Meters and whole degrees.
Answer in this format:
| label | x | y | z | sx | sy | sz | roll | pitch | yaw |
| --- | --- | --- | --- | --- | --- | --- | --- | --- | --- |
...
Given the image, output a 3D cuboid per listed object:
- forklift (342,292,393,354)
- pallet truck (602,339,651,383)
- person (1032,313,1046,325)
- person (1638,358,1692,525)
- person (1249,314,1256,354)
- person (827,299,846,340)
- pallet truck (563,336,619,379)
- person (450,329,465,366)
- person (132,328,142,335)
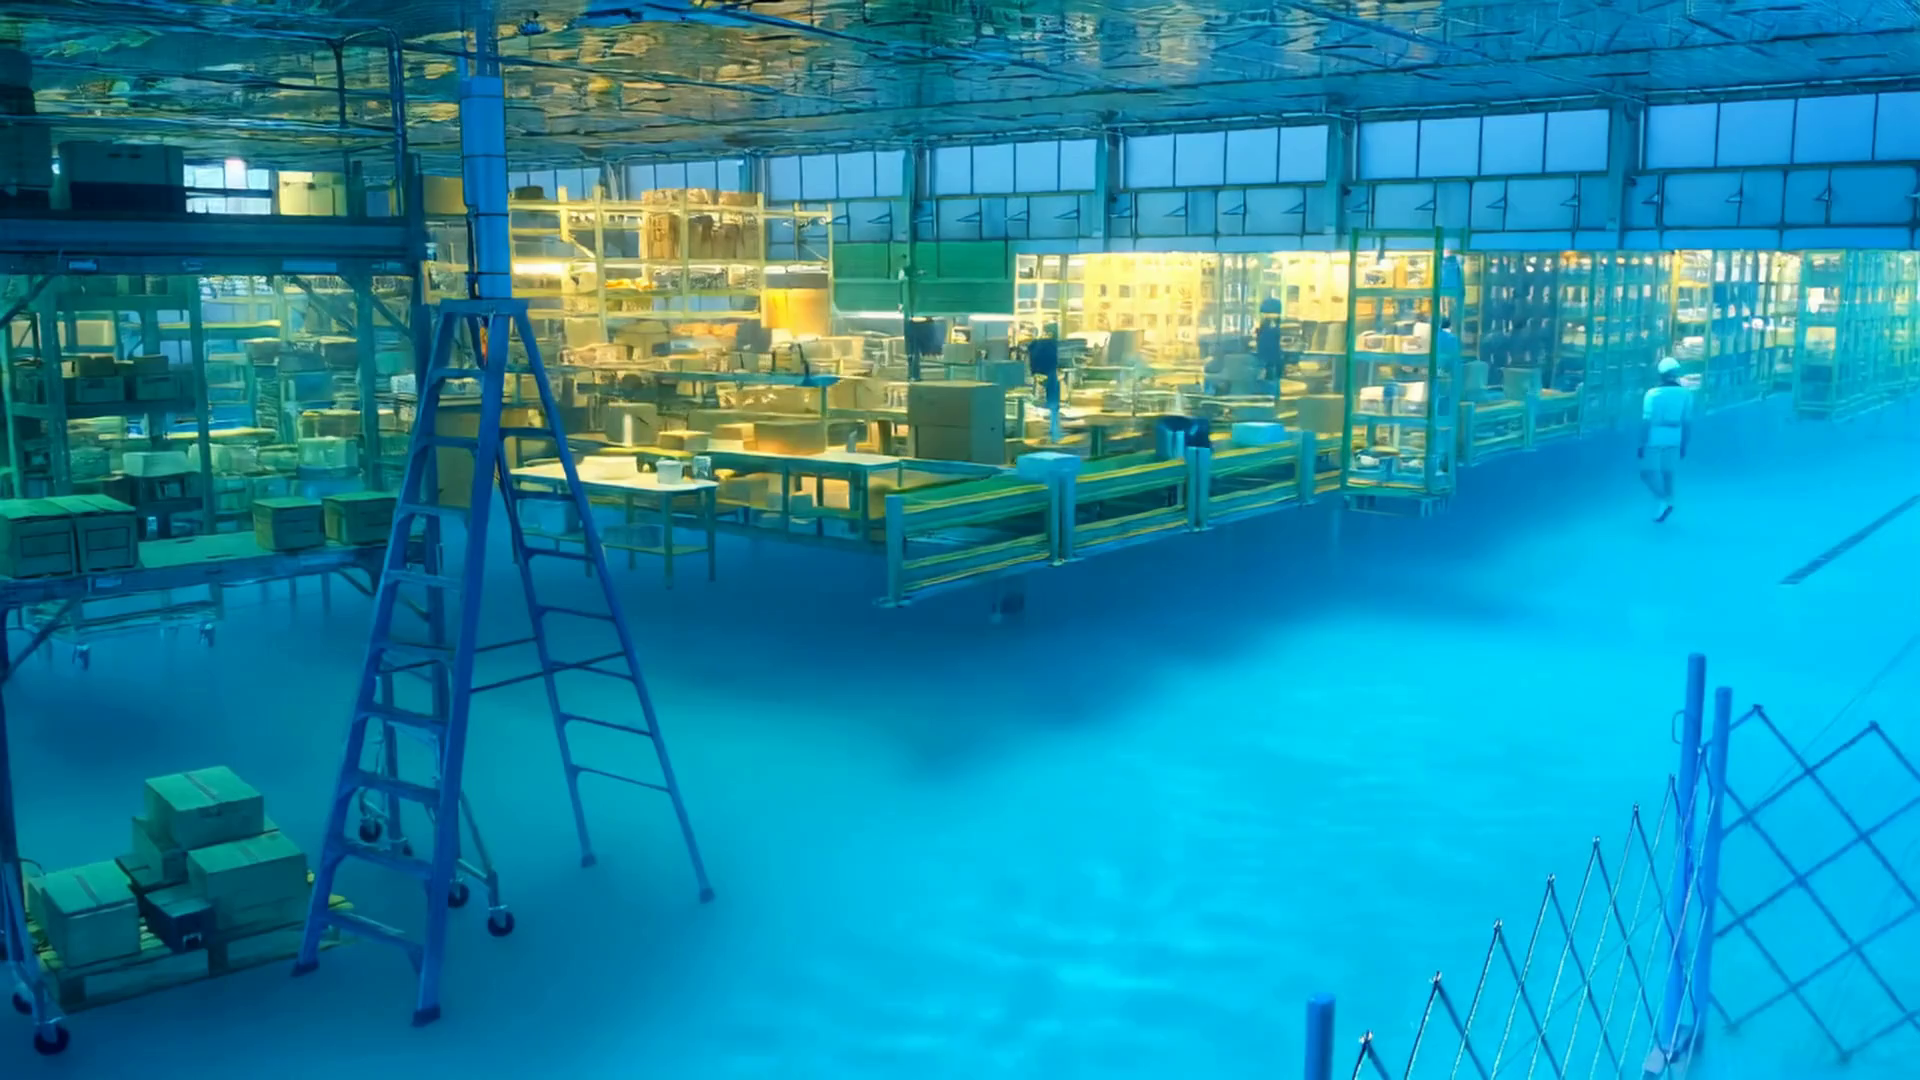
| label | x | y | z | sx | sy | sz | roll | pitch | yaw |
| --- | --- | --- | --- | --- | --- | --- | --- | --- | --- |
| forklift | -16.485 | -5.622 | 45.120 | 1.129 | 2.768 | 1.873 | 7 | 11 | 37 |
| pallet truck | -8.991 | -4.871 | 45.351 | 0.653 | 1.274 | 1.630 | 7 | 11 | 37 |
| person | 2.464 | -5.830 | 49.401 | 0.865 | 1.914 | 0.651 | -7 | 11 | -37 |
| person | 8.486 | -1.178 | 20.039 | 0.635 | 2.024 | 0.477 | -2 | 9 | -9 |
| person | 8.967 | -5.919 | 50.222 | 0.404 | 1.837 | 0.590 | -6 | 11 | -33 |
| person | -5.434 | -9.628 | 73.085 | 0.852 | 1.945 | 0.622 | 1 | 9 | 4 |
| pallet truck | -10.690 | -5.294 | 48.215 | 1.601 | 1.201 | 0.680 | -5 | 10 | -26 |
| person | -15.014 | -5.748 | 49.314 | 0.633 | 1.790 | 0.546 | -3 | 9 | -16 |
| person | -25.460 | -6.031 | 51.551 | 0.284 | 1.633 | 0.498 | 2 | 9 | 12 |
